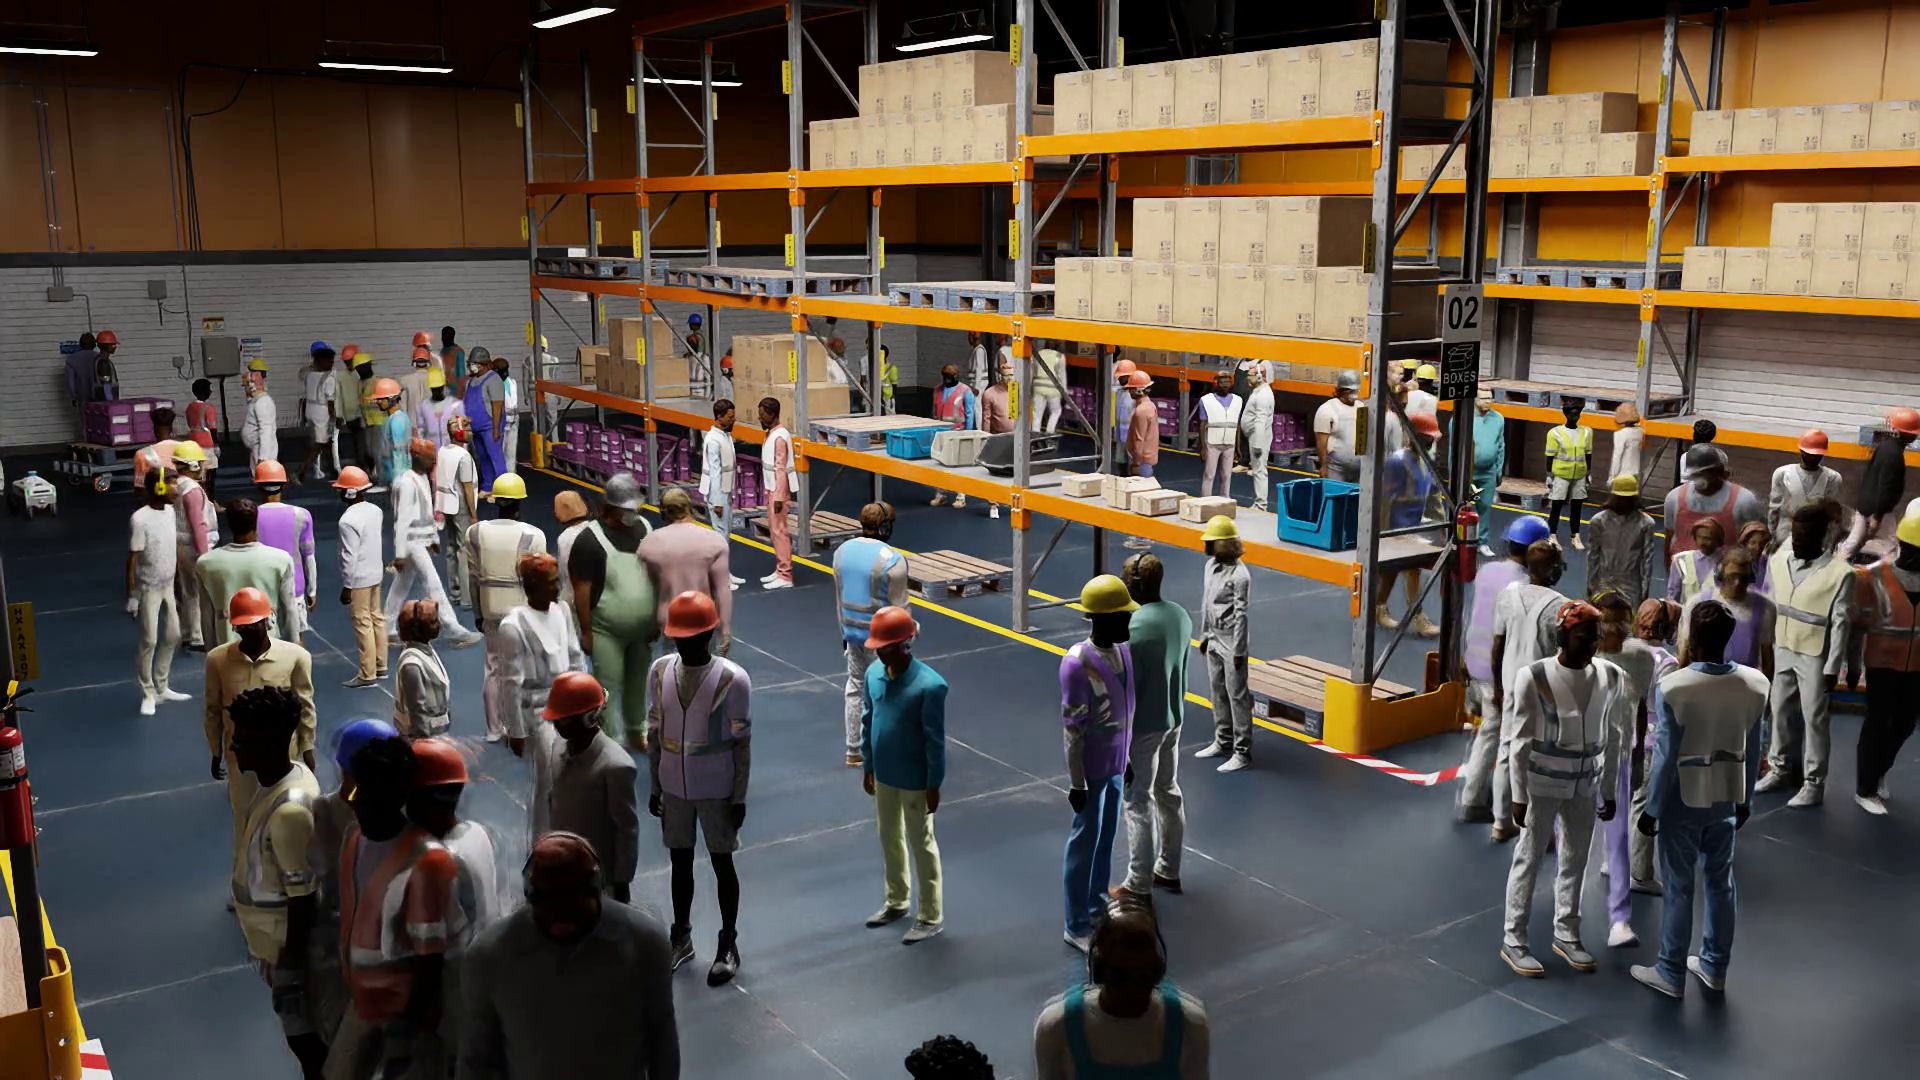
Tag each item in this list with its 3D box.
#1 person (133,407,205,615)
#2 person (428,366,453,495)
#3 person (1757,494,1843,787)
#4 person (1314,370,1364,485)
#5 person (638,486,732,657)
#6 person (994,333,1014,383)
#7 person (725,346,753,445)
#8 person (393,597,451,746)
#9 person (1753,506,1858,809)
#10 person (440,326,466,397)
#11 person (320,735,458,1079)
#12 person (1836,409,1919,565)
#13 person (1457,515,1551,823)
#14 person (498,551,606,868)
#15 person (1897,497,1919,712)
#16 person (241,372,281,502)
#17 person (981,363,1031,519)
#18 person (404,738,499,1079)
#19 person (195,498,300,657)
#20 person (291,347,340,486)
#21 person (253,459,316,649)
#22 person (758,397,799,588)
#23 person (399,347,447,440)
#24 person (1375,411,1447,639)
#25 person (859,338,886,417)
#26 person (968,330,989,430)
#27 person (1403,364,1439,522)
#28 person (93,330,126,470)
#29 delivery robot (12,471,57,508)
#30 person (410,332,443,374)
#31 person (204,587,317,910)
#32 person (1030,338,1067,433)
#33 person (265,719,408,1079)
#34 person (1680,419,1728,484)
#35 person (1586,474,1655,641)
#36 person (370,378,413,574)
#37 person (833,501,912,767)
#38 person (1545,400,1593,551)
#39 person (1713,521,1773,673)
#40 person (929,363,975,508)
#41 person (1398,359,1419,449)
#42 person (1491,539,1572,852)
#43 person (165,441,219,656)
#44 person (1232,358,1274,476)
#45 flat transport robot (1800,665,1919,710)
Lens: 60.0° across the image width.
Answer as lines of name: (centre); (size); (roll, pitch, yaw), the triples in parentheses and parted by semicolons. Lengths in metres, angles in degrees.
person: (-7.437, -0.277, 15.558); (0.802, 1.930, 0.617); (8, 14, 36)
person: (-6.871, -1.434, 21.986); (0.320, 1.738, 0.487); (3, 12, 16)
person: (5.508, 0.652, 10.836); (0.645, 1.911, 0.643); (7, 13, 32)
person: (4.228, -0.845, 18.175); (0.689, 2.000, 0.539); (-6, 12, -27)
person: (-1.851, 0.593, 11.176); (0.646, 1.892, 0.732); (-1, 11, -8)
person: (0.758, -2.571, 27.548); (0.389, 1.836, 0.565); (3, 11, 14)
person: (-3.615, -2.338, 26.951); (0.714, 1.593, 0.519); (11, 15, 43)
person: (-2.939, 1.123, 9.129); (0.313, 1.642, 0.513); (-2, 11, -12)
person: (5.318, 0.725, 10.491); (0.394, 1.910, 0.579); (-5, 12, -23)
person: (-8.233, -2.509, 27.007); (0.591, 1.920, 0.393); (9, 14, 39)
person: (-2.058, 1.636, 5.743); (0.632, 1.931, 0.755); (9, 14, 38)
person: (8.639, -0.288, 15.680); (0.778, 1.937, 0.670); (3, 12, 17)
person: (3.308, 0.795, 10.113); (0.560, 1.912, 0.661); (-2, 11, -9)
person: (-2.232, 0.981, 9.266); (0.547, 1.870, 0.606); (3, 11, 14)
person: (7.297, 0.342, 12.491); (0.400, 1.896, 0.653); (-4, 12, -18)
person: (-8.154, -1.012, 19.393); (0.400, 1.902, 0.643); (-4, 12, -22)
person: (0.580, -1.214, 20.409); (0.651, 1.907, 0.409); (-4, 12, -19)
person: (-1.782, 1.631, 5.935); (0.969, 1.881, 0.575); (0, 11, 1)
person: (-4.548, 0.686, 10.682); (0.589, 1.912, 0.389); (-3, 11, -14)
person: (-8.856, -1.688, 22.825); (0.659, 1.921, 0.898); (9, 14, 39)
person: (-5.050, 0.363, 12.302); (0.549, 1.925, 0.384); (-7, 13, -33)
person: (-1.821, -0.481, 16.667); (0.396, 1.908, 0.599); (-3, 11, -15)
person: (-7.029, -1.533, 21.850); (0.618, 1.986, 0.408); (-3, 12, -17)
person: (4.047, -0.138, 14.651); (0.941, 1.997, 0.615); (10, 15, 43)
person: (-1.336, -2.212, 25.610); (0.328, 1.872, 0.513); (8, 14, 37)
person: (0.289, -2.544, 27.299); (0.357, 1.879, 0.586); (0, 11, -1)
person: (5.577, -1.166, 20.145); (0.399, 1.918, 0.585); (-4, 12, -19)
person: (-12.395, -2.032, 24.263); (0.404, 2.037, 0.605); (-6, 13, -29)
delivery robot: (-11.446, -0.611, 20.553); (0.477, 0.478, 0.707); (-10, 15, -41)
person: (-8.005, -2.147, 25.028); (0.647, 1.960, 0.571); (5, 12, 24)
person: (-3.744, 1.107, 8.916); (0.563, 1.753, 0.327); (-2, 11, -12)
person: (1.355, -2.334, 26.404); (0.731, 1.802, 0.527); (4, 12, 18)
person: (-2.290, 1.557, 6.350); (0.616, 1.854, 1.073); (-10, 15, -43)
person: (7.345, -0.353, 16.538); (0.531, 1.698, 0.320); (-3, 12, -17)
person: (5.116, 0.336, 12.928); (0.487, 1.735, 0.362); (3, 12, 17)
person: (-5.862, -0.663, 17.273); (0.405, 2.035, 0.606); (-3, 11, -16)
person: (-0.556, 0.653, 11.055); (0.632, 1.836, 0.429); (10, 15, 41)
person: (6.729, -0.713, 18.416); (0.538, 1.687, 0.320); (-1, 11, -6)
person: (5.419, 0.670, 11.479); (0.533, 1.631, 0.314); (0, 11, 1)
person: (-0.126, -1.331, 21.181); (0.626, 1.842, 0.429); (7, 13, 31)
person: (5.734, -1.426, 21.436); (0.360, 1.930, 0.587); (3, 12, 17)
person: (3.355, 0.904, 9.734); (0.329, 1.842, 0.509); (-10, 15, -43)
person: (-6.489, 0.071, 14.069); (0.403, 1.814, 0.613); (-10, 15, -42)
person: (4.131, -1.942, 23.793); (0.536, 2.000, 0.684); (-8, 14, -36)
flat transport robot: (6.841, 1.113, 12.697); (1.431, 0.197, 0.652); (3, 11, 14)
